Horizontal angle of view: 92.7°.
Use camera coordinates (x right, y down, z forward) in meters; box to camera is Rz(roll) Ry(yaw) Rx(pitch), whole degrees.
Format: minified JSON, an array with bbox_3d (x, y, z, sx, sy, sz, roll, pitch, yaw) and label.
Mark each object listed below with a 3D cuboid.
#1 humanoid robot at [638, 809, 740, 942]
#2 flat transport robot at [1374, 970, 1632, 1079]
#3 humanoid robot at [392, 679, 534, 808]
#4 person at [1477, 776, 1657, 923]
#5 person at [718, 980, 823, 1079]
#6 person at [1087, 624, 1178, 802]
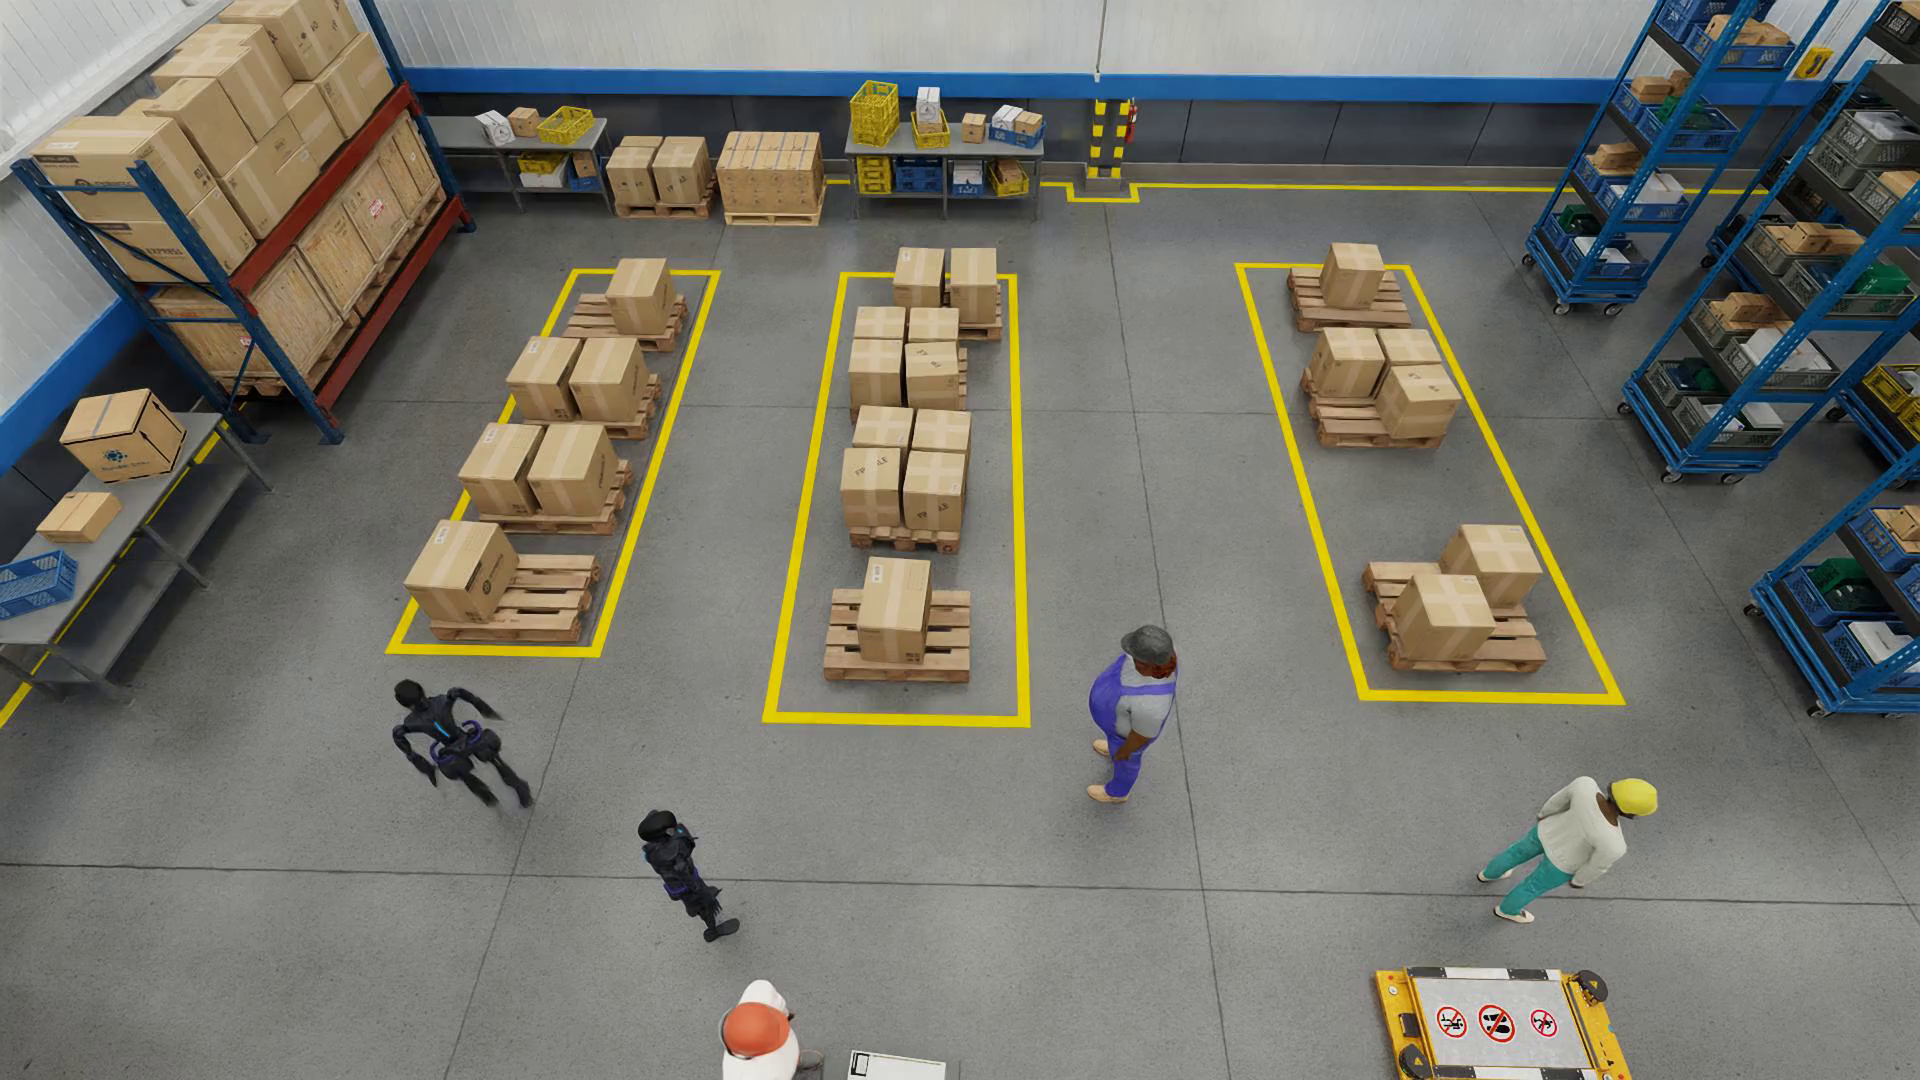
[{"bbox_3d":[-1.740,2.112,5.846,0.320,1.657,0.600,-32,57,-23],"label":"humanoid robot"},{"bbox_3d":[3.501,3.133,5.914,1.431,0.197,0.652,1,51,1],"label":"flat transport robot"},{"bbox_3d":[-3.478,1.441,6.407,0.598,1.660,0.385,-36,59,-26],"label":"humanoid robot"},{"bbox_3d":[3.895,1.973,5.910,0.324,1.769,0.523,-1,51,-1],"label":"person"},{"bbox_3d":[-1.018,2.877,5.034,0.400,1.987,0.607,3,51,3],"label":"person"},{"bbox_3d":[1.154,1.199,6.367,0.538,2.000,0.680,11,52,9],"label":"person"}]
